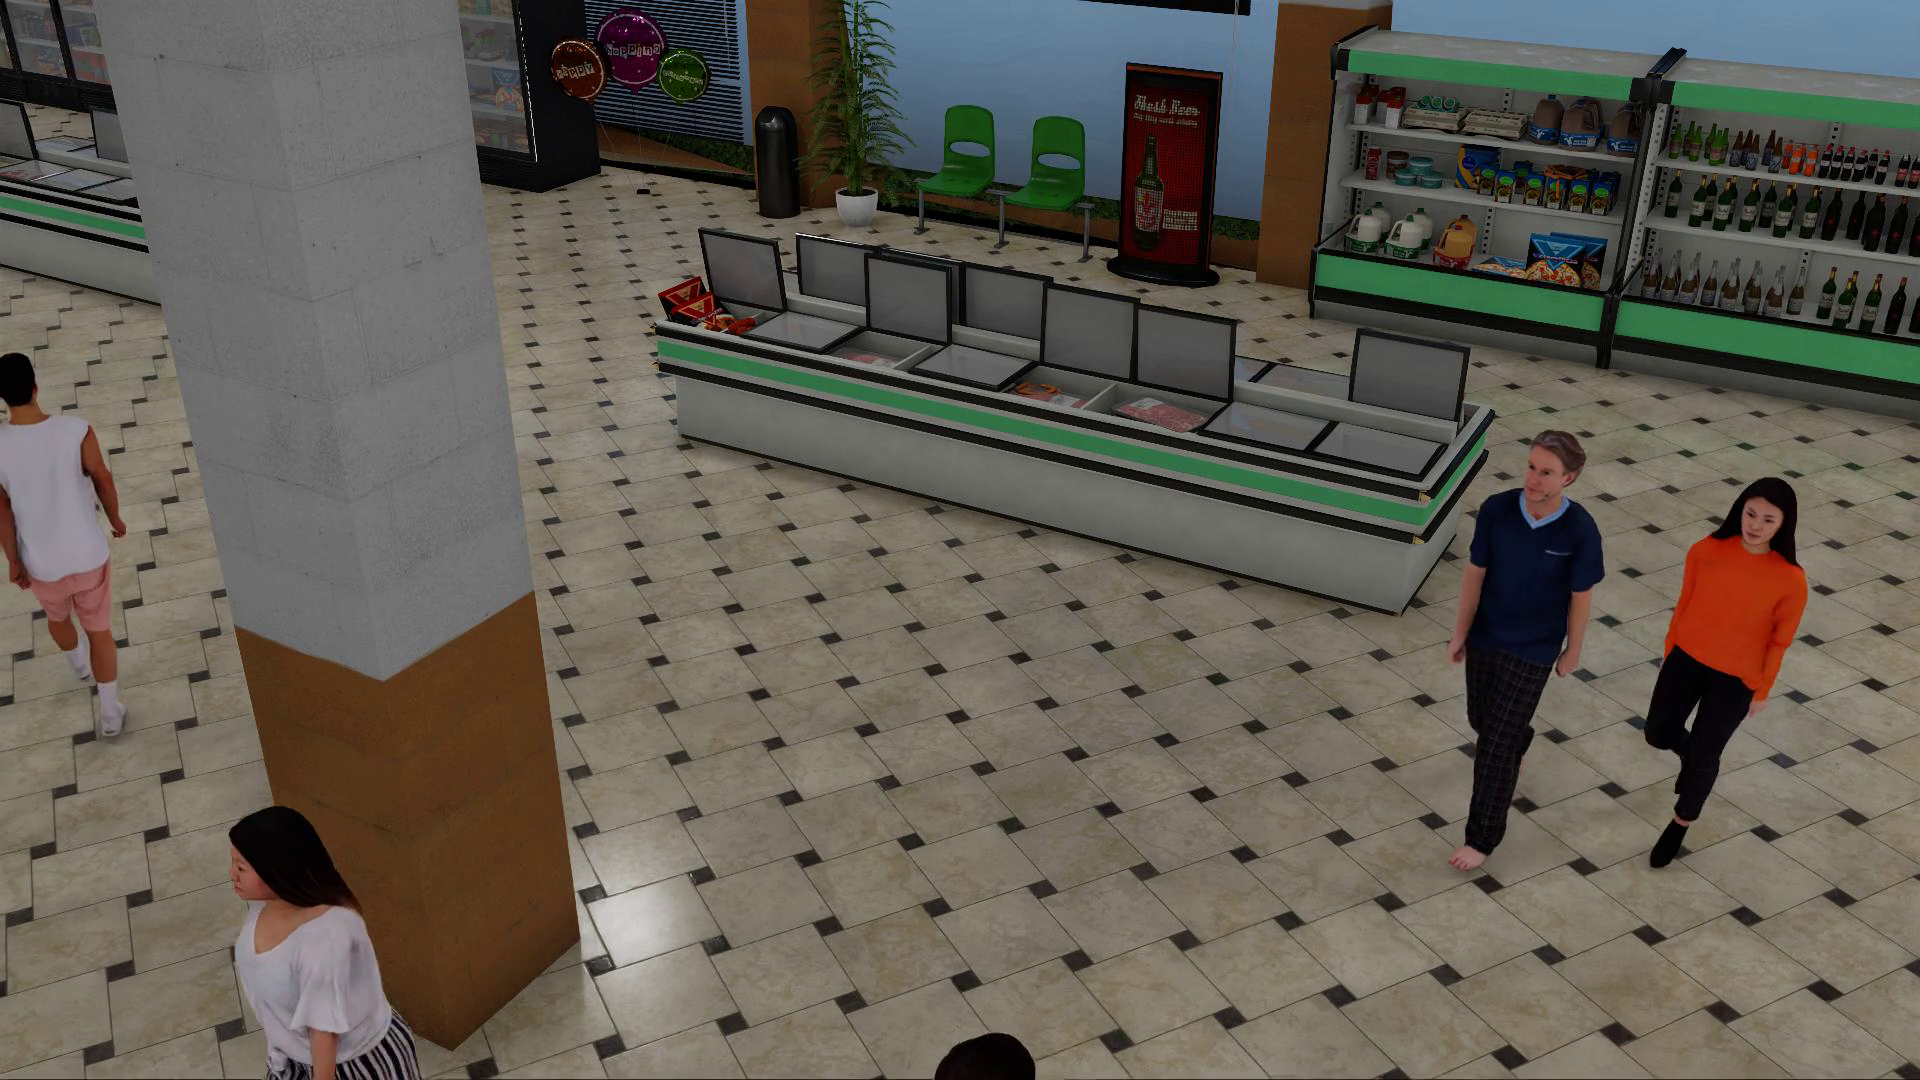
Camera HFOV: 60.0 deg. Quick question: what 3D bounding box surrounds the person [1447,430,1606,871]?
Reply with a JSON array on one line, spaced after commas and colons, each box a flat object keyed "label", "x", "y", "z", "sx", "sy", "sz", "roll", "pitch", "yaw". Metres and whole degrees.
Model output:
[{"label": "person", "x": 2.284, "y": 0.395, "z": 6.744, "sx": 1.097, "sy": 1.842, "sz": 0.910, "roll": 24, "pitch": 35, "yaw": 39}]

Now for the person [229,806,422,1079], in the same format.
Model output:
[{"label": "person", "x": -1.747, "y": 1.449, "z": 4.878, "sx": 0.941, "sy": 1.651, "sz": 0.961, "roll": -21, "pitch": 34, "yaw": -35}]

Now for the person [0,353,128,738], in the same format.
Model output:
[{"label": "person", "x": -4.030, "y": 0.084, "z": 7.469, "sx": 1.027, "sy": 1.743, "sz": 1.161, "roll": -11, "pitch": 29, "yaw": -20}]

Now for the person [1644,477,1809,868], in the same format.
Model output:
[{"label": "person", "x": 3.055, "y": 0.507, "z": 6.648, "sx": 0.831, "sy": 1.731, "sz": 0.854, "roll": -20, "pitch": 33, "yaw": -35}]
